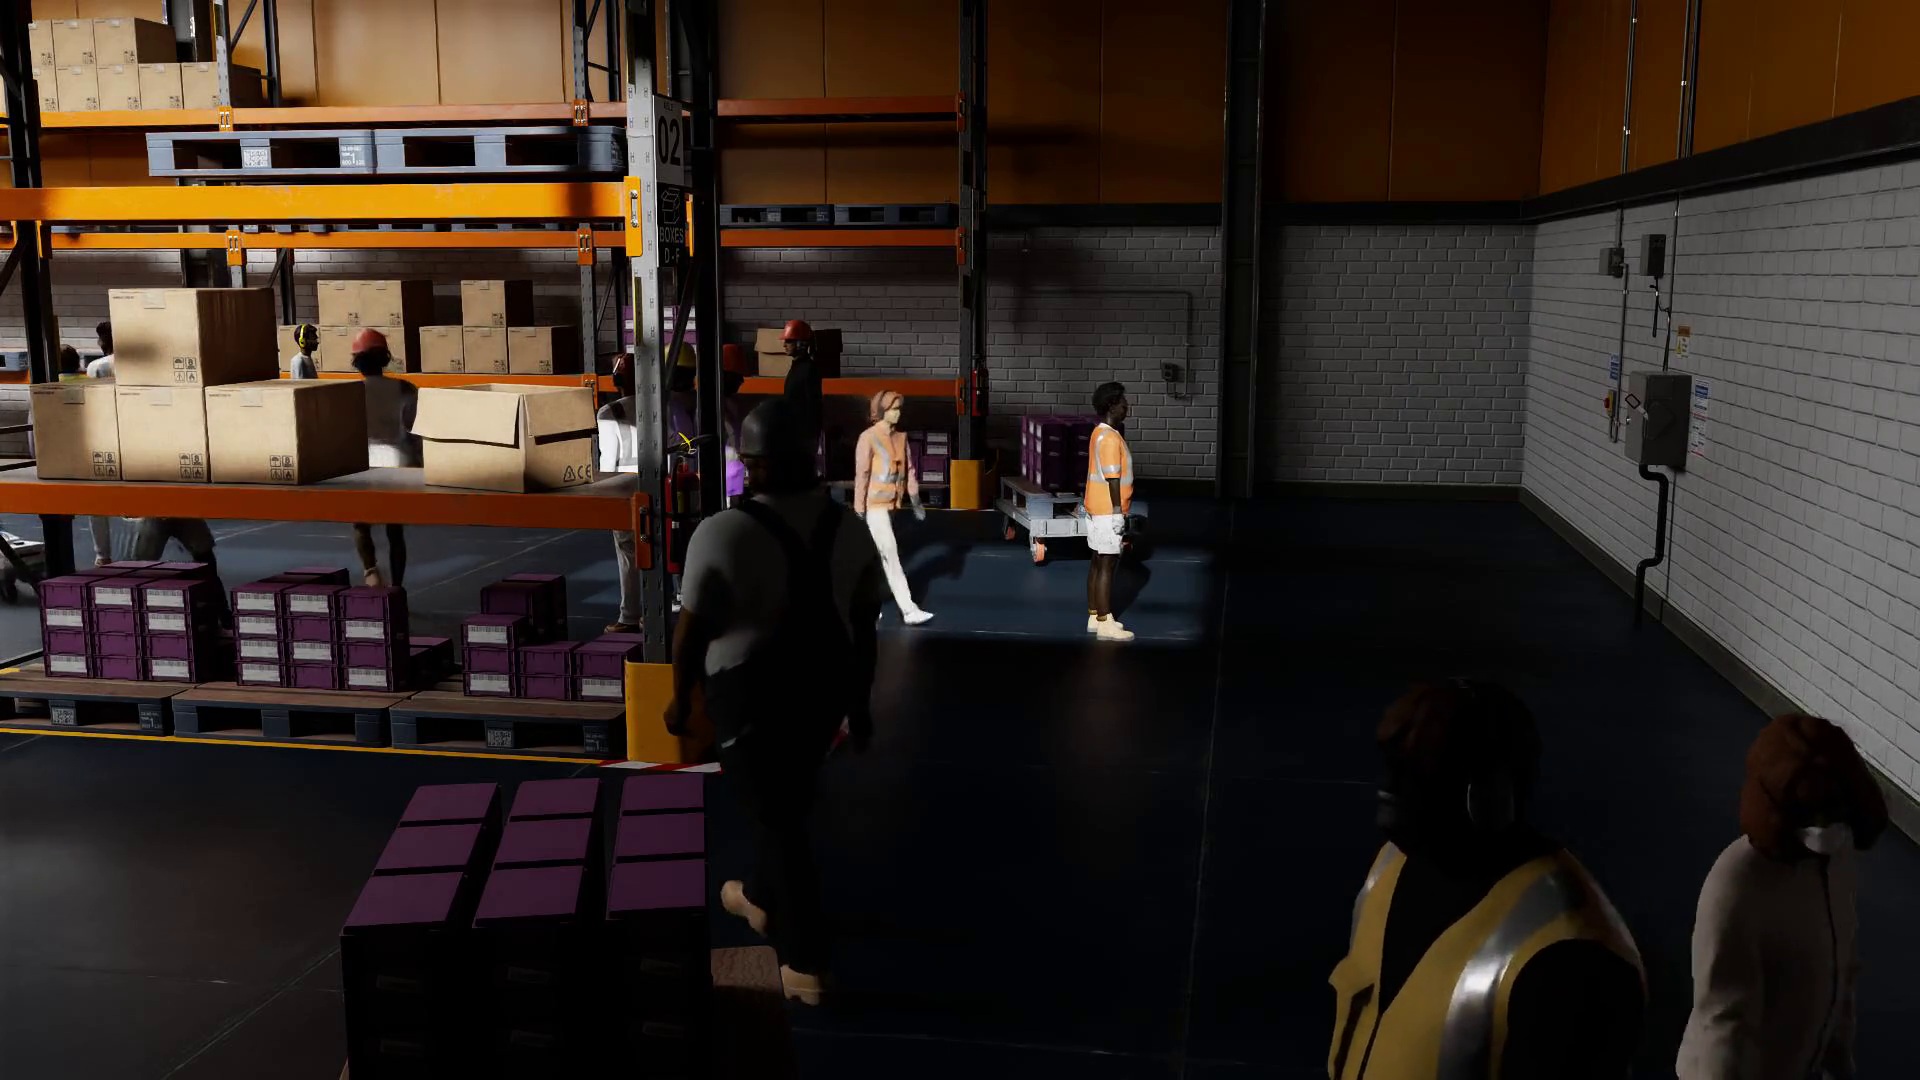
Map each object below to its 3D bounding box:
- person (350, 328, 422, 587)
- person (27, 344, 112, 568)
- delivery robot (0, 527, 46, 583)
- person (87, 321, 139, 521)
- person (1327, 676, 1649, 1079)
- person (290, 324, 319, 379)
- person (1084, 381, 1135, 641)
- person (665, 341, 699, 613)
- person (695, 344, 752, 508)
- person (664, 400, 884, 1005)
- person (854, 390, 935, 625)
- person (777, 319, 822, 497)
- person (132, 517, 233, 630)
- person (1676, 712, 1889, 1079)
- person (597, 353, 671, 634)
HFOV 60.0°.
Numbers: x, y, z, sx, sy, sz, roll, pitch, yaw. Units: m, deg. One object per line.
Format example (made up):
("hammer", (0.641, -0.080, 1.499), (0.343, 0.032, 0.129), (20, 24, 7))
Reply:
("person", (-4.072, -0.470, 11.672), (0.608, 2.027, 0.493), (-5, 11, -30))
("person", (-7.148, -0.656, 13.420), (0.621, 1.835, 0.432), (-7, 12, -39))
("delivery robot", (-7.123, 0.114, 12.282), (0.707, 0.478, 0.477), (4, 10, 22))
("person", (-8.226, -1.153, 16.164), (0.877, 1.926, 0.640), (5, 10, 29))
("person", (0.756, 1.103, 2.618), (0.954, 1.795, 0.635), (-3, 10, -16))
("person", (-6.750, -1.296, 17.253), (0.336, 1.873, 0.521), (-2, 9, -11))
("person", (0.981, -0.192, 10.934), (0.318, 1.699, 0.533), (-1, 9, -6))
("person", (-1.984, -0.453, 11.845), (0.376, 1.924, 0.595), (5, 11, 30))
("person", (-1.564, -0.344, 11.155), (0.363, 1.933, 0.543), (1, 9, 5))
("person", (-0.642, 0.484, 5.683), (0.686, 2.000, 1.006), (-7, 12, -39))
("person", (-0.455, -0.217, 11.376), (0.816, 1.598, 0.532), (5, 10, 27))
("person", (-1.399, -0.932, 14.608), (0.381, 1.994, 0.615), (-4, 10, -23))
("person", (-4.984, -0.213, 10.518), (1.013, 1.885, 0.562), (2, 9, 12))
("person", (1.558, 1.093, 3.254), (0.545, 1.605, 0.393), (-9, 13, -44))
("person", (-2.152, -0.289, 10.971), (0.356, 1.882, 0.574), (7, 12, 38))
